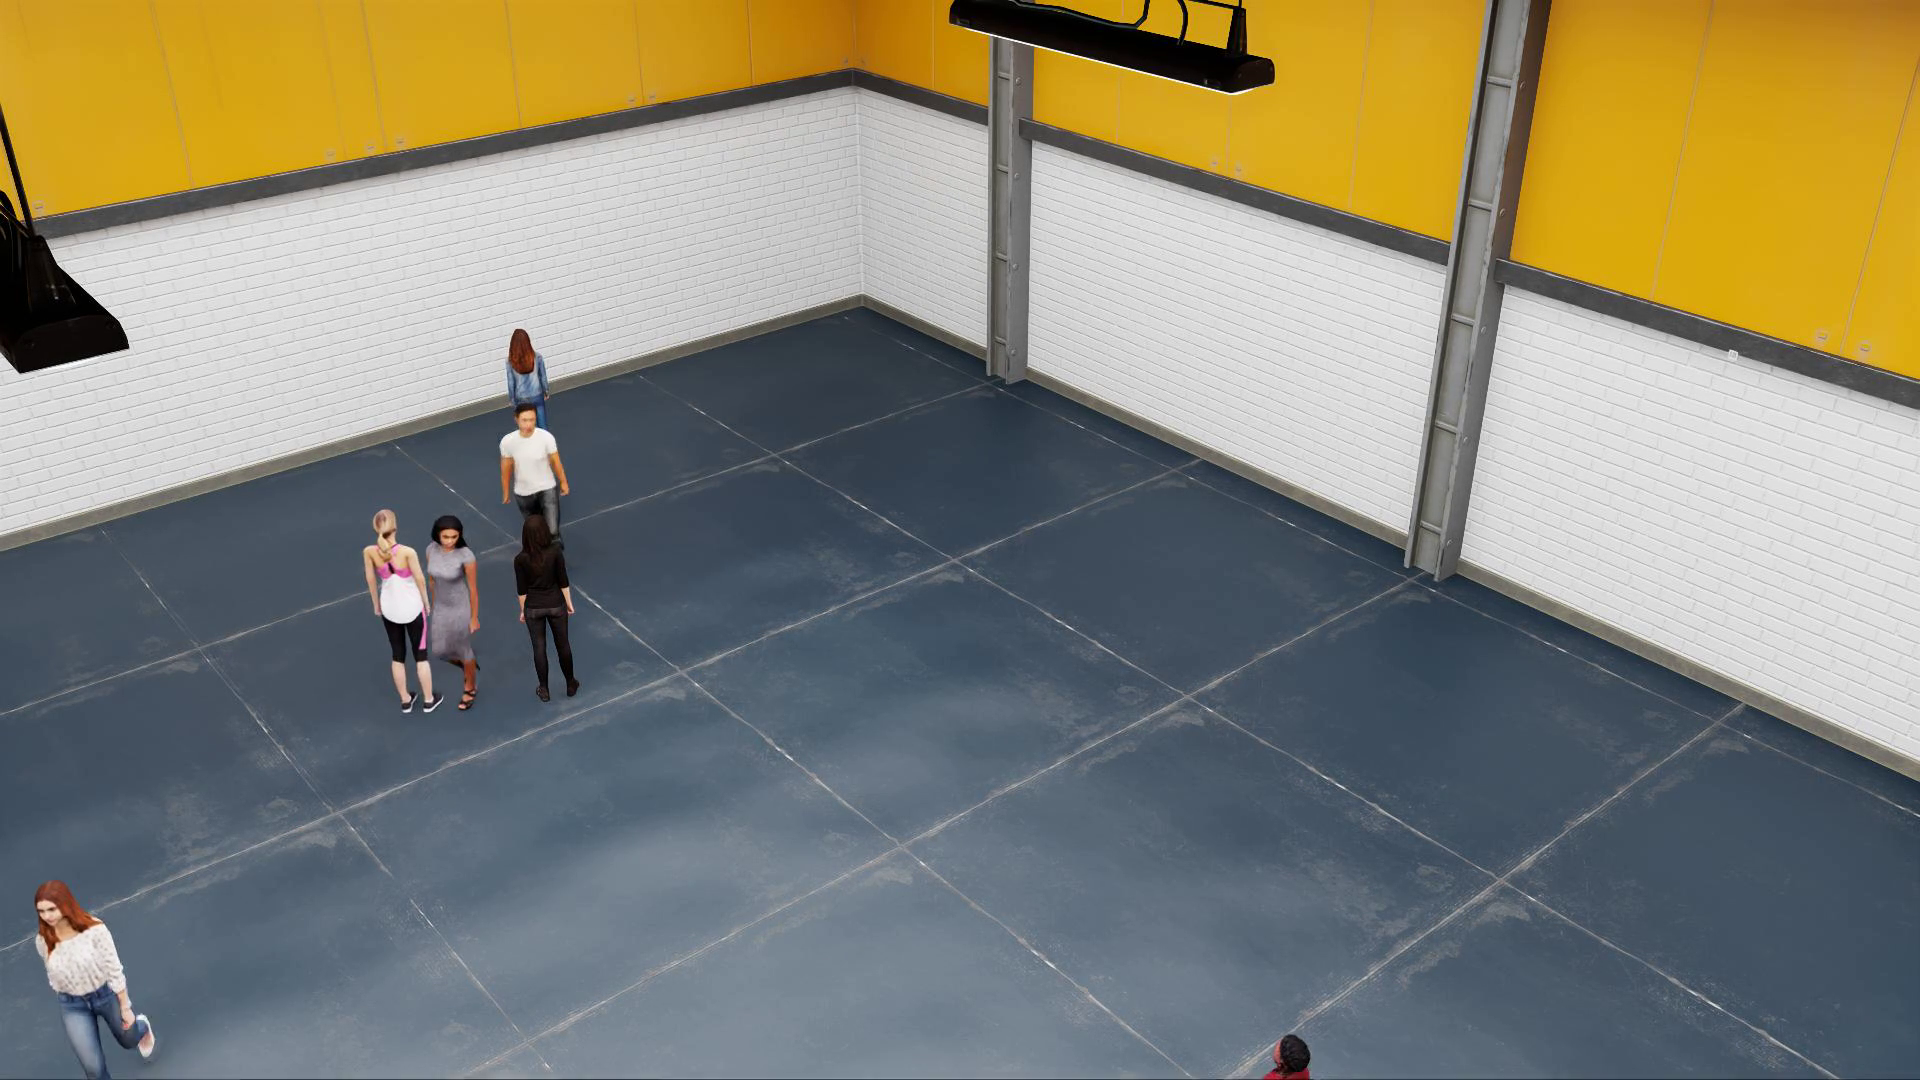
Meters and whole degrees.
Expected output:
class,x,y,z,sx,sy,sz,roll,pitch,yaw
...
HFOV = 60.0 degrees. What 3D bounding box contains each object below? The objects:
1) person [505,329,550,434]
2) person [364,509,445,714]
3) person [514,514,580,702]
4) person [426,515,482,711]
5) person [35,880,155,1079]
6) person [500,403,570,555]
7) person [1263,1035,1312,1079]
class,x,y,z,sx,sy,sz,roll,pitch,yaw
person,-4.475,-1.497,17.264,0.623,1.477,0.601,-11,30,-19
person,-4.417,0.571,13.149,0.673,1.788,0.721,1,29,1
person,-3.328,0.544,13.352,0.648,1.642,0.626,-8,30,-15
person,-3.946,0.546,13.225,0.766,1.758,0.828,11,30,19
person,-4.926,2.598,9.523,0.852,1.701,1.125,-7,29,-12
person,-3.850,-0.484,15.128,1.102,1.746,1.257,-2,29,-3
person,1.786,3.194,8.925,0.550,1.229,0.879,-19,34,-30
